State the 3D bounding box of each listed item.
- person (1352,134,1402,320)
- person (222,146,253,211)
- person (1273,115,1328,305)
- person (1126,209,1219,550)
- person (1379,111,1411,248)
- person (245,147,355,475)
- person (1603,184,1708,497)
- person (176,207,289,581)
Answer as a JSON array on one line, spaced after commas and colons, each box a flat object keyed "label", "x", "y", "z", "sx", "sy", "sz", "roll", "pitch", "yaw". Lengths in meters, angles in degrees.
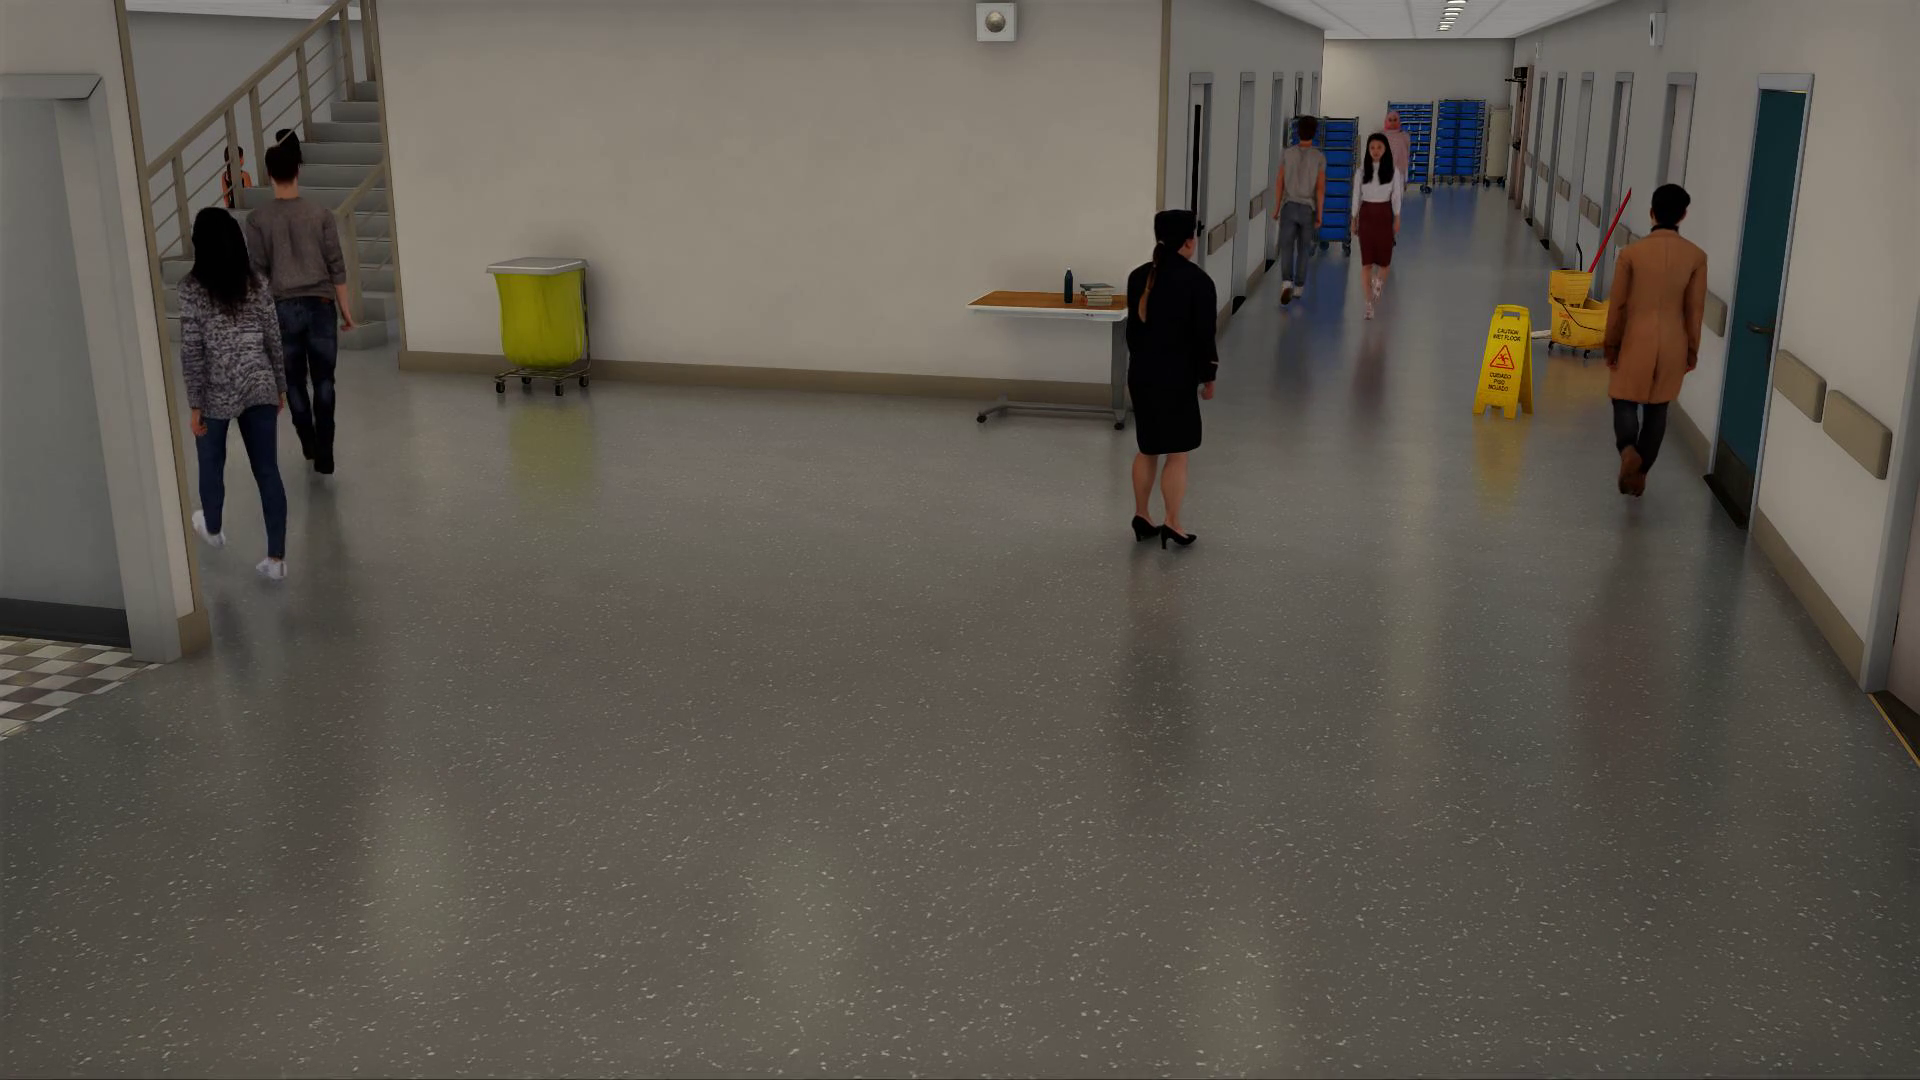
[{"label": "person", "x": 3.997, "y": -2.991, "z": 15.948, "sx": 0.630, "sy": 1.732, "sz": 0.931, "roll": 5, "pitch": 17, "yaw": 18}, {"label": "person", "x": -7.748, "y": -3.473, "z": 17.967, "sx": 0.529, "sy": 1.566, "sz": 0.517, "roll": 3, "pitch": 16, "yaw": 12}, {"label": "person", "x": 3.419, "y": -3.316, "z": 16.858, "sx": 0.717, "sy": 1.864, "sz": 1.208, "roll": 3, "pitch": 16, "yaw": 10}, {"label": "person", "x": 1.021, "y": -0.793, "z": 8.261, "sx": 0.790, "sy": 1.672, "sz": 0.799, "roll": 15, "pitch": 21, "yaw": 42}, {"label": "person", "x": 5.793, "y": -4.851, "z": 22.444, "sx": 0.687, "sy": 1.787, "sz": 0.765, "roll": 3, "pitch": 16, "yaw": 9}, {"label": "person", "x": -3.807, "y": -1.290, "z": 9.660, "sx": 1.118, "sy": 1.871, "sz": 1.318, "roll": -5, "pitch": 16, "yaw": -17}, {"label": "person", "x": 3.754, "y": -1.045, "z": 9.011, "sx": 0.649, "sy": 1.710, "sz": 0.865, "roll": 5, "pitch": 16, "yaw": 16}, {"label": "person", "x": -3.303, "y": -0.630, "z": 7.658, "sx": 1.174, "sy": 1.687, "sz": 1.137, "roll": -13, "pitch": 20, "yaw": -38}]
